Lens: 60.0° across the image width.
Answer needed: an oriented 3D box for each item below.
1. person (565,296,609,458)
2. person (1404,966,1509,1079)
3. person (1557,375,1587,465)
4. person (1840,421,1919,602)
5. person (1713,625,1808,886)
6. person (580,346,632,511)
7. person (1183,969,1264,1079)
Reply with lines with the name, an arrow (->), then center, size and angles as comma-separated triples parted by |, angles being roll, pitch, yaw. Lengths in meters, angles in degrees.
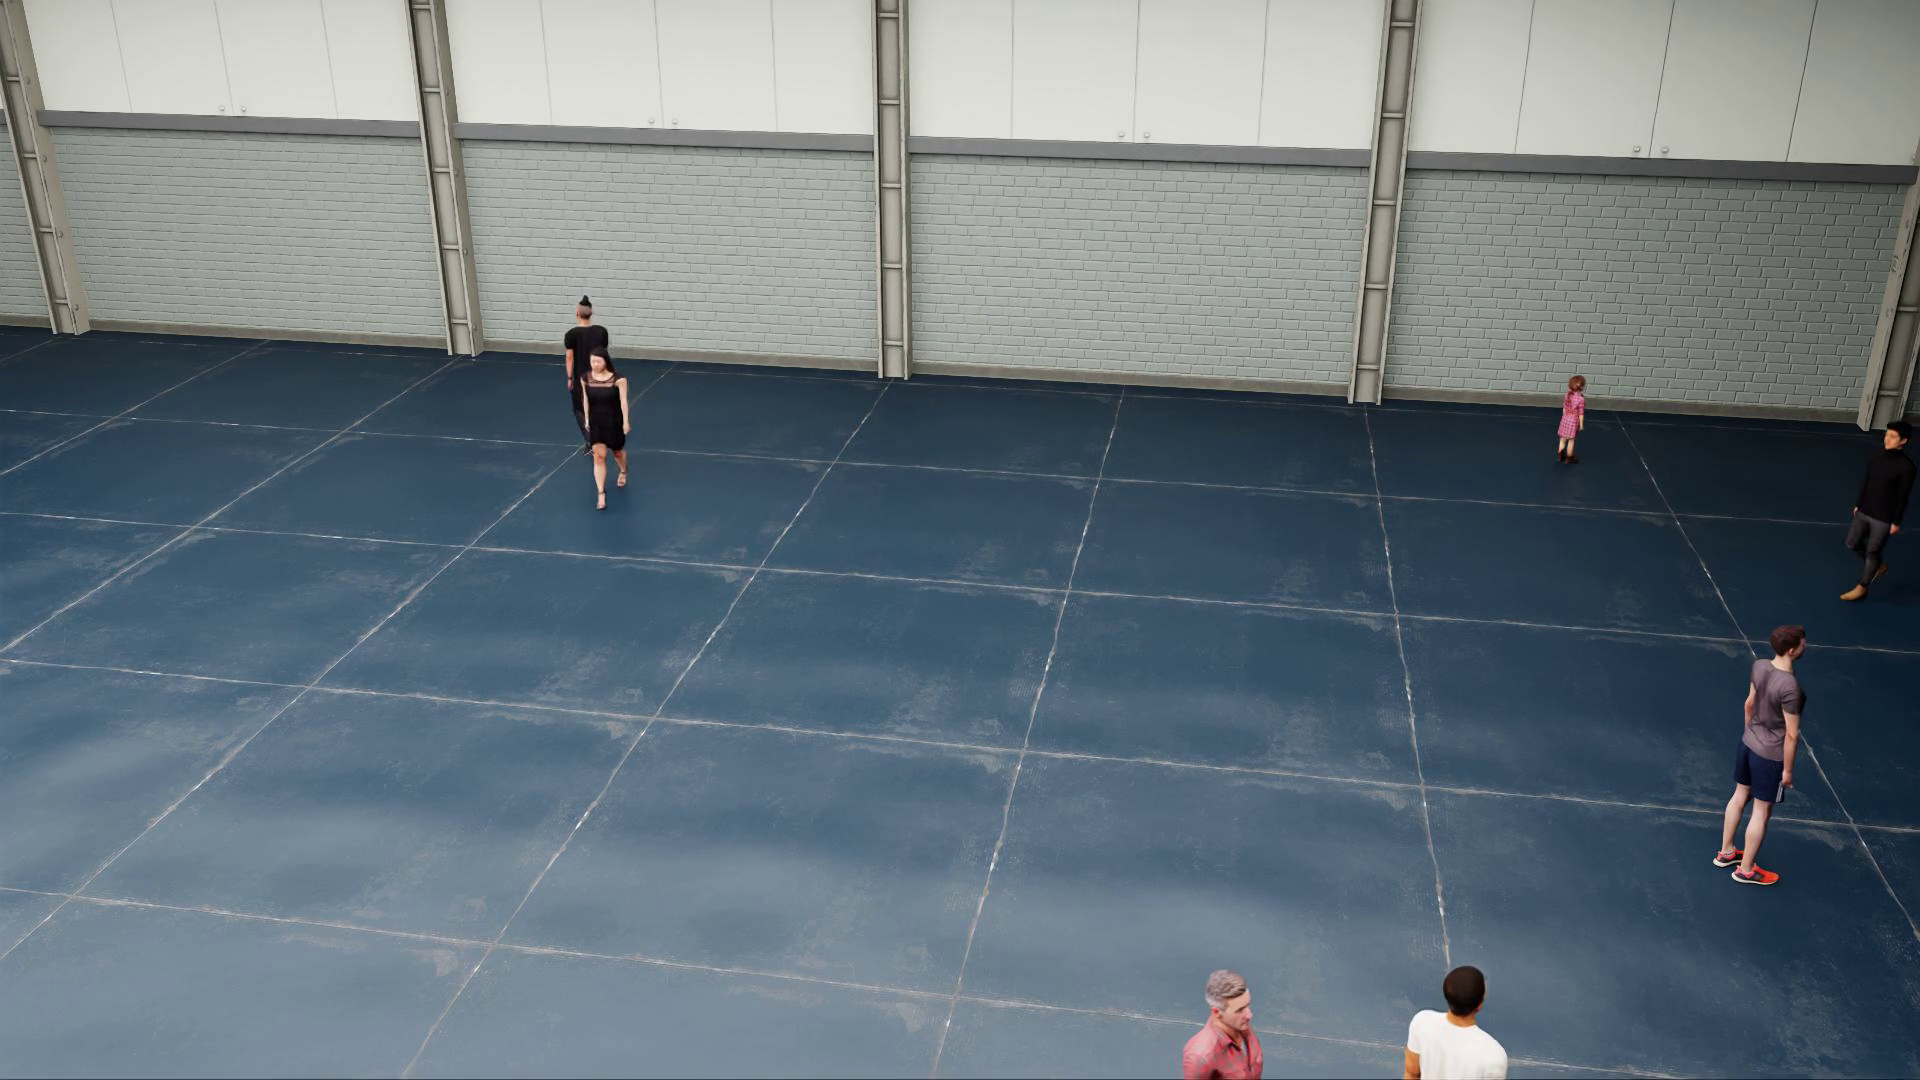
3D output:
person -> -4.088, -1.784, 18.536 | 0.843, 1.852, 0.907 | -16, 28, -33
person -> 2.309, 2.778, 7.870 | 0.661, 1.804, 0.786 | 19, 29, 37
person -> 6.840, -1.354, 18.588 | 0.555, 1.021, 0.502 | -13, 26, -28
person -> 8.424, -0.273, 15.156 | 0.906, 1.716, 0.826 | -6, 24, -14
person -> 5.335, 1.407, 11.031 | 0.671, 1.853, 0.717 | -4, 23, -9
person -> -3.666, -1.209, 17.407 | 1.008, 1.678, 0.809 | 1, 23, 3
person -> 1.198, 2.788, 7.812 | 0.711, 1.831, 0.757 | 15, 27, 31
